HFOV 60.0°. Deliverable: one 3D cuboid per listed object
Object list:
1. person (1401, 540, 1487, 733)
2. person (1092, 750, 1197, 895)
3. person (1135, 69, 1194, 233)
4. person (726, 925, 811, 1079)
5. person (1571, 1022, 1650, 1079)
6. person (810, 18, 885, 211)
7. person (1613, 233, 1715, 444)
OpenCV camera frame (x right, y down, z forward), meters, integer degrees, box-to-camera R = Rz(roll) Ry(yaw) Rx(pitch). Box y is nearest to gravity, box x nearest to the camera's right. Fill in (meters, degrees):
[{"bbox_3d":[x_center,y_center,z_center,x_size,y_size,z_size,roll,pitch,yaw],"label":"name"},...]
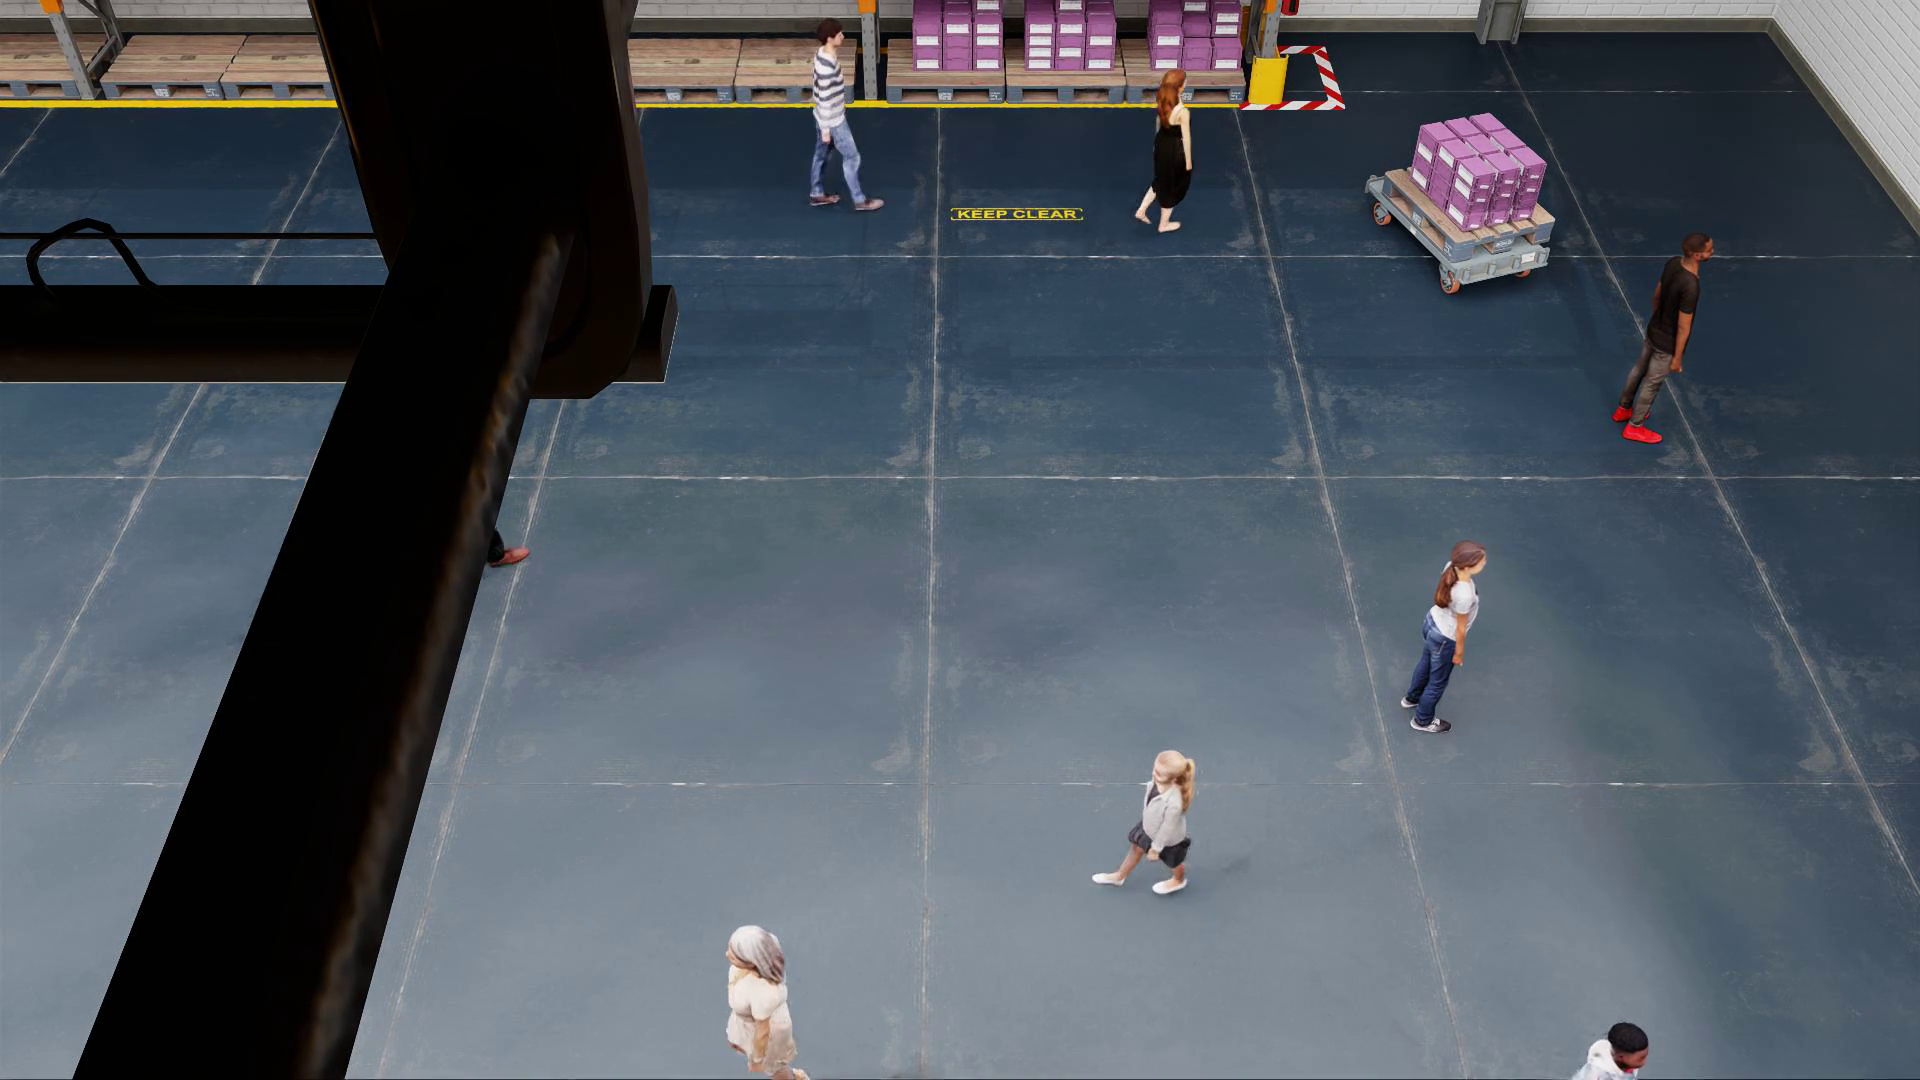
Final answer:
[{"bbox_3d":[3.076,0.581,10.523,0.526,1.563,0.546,-3,44,-4],"label":"person"},{"bbox_3d":[1.238,1.647,9.627,0.842,1.255,0.633,-9,44,-9],"label":"person"},{"bbox_3d":[1.783,-3.384,14.650,0.833,1.611,0.739,-20,47,-20],"label":"person"},{"bbox_3d":[-0.896,2.444,8.450,0.679,1.725,0.650,-6,44,-7],"label":"person"},{"bbox_3d":[3.173,2.781,8.453,0.850,1.231,0.892,-32,52,-29],"label":"person"},{"bbox_3d":[-1.245,-3.778,14.905,0.934,1.829,0.738,-4,44,-4],"label":"person"},{"bbox_3d":[5.331,-1.548,12.582,0.527,1.805,0.653,-2,44,-2],"label":"person"}]
